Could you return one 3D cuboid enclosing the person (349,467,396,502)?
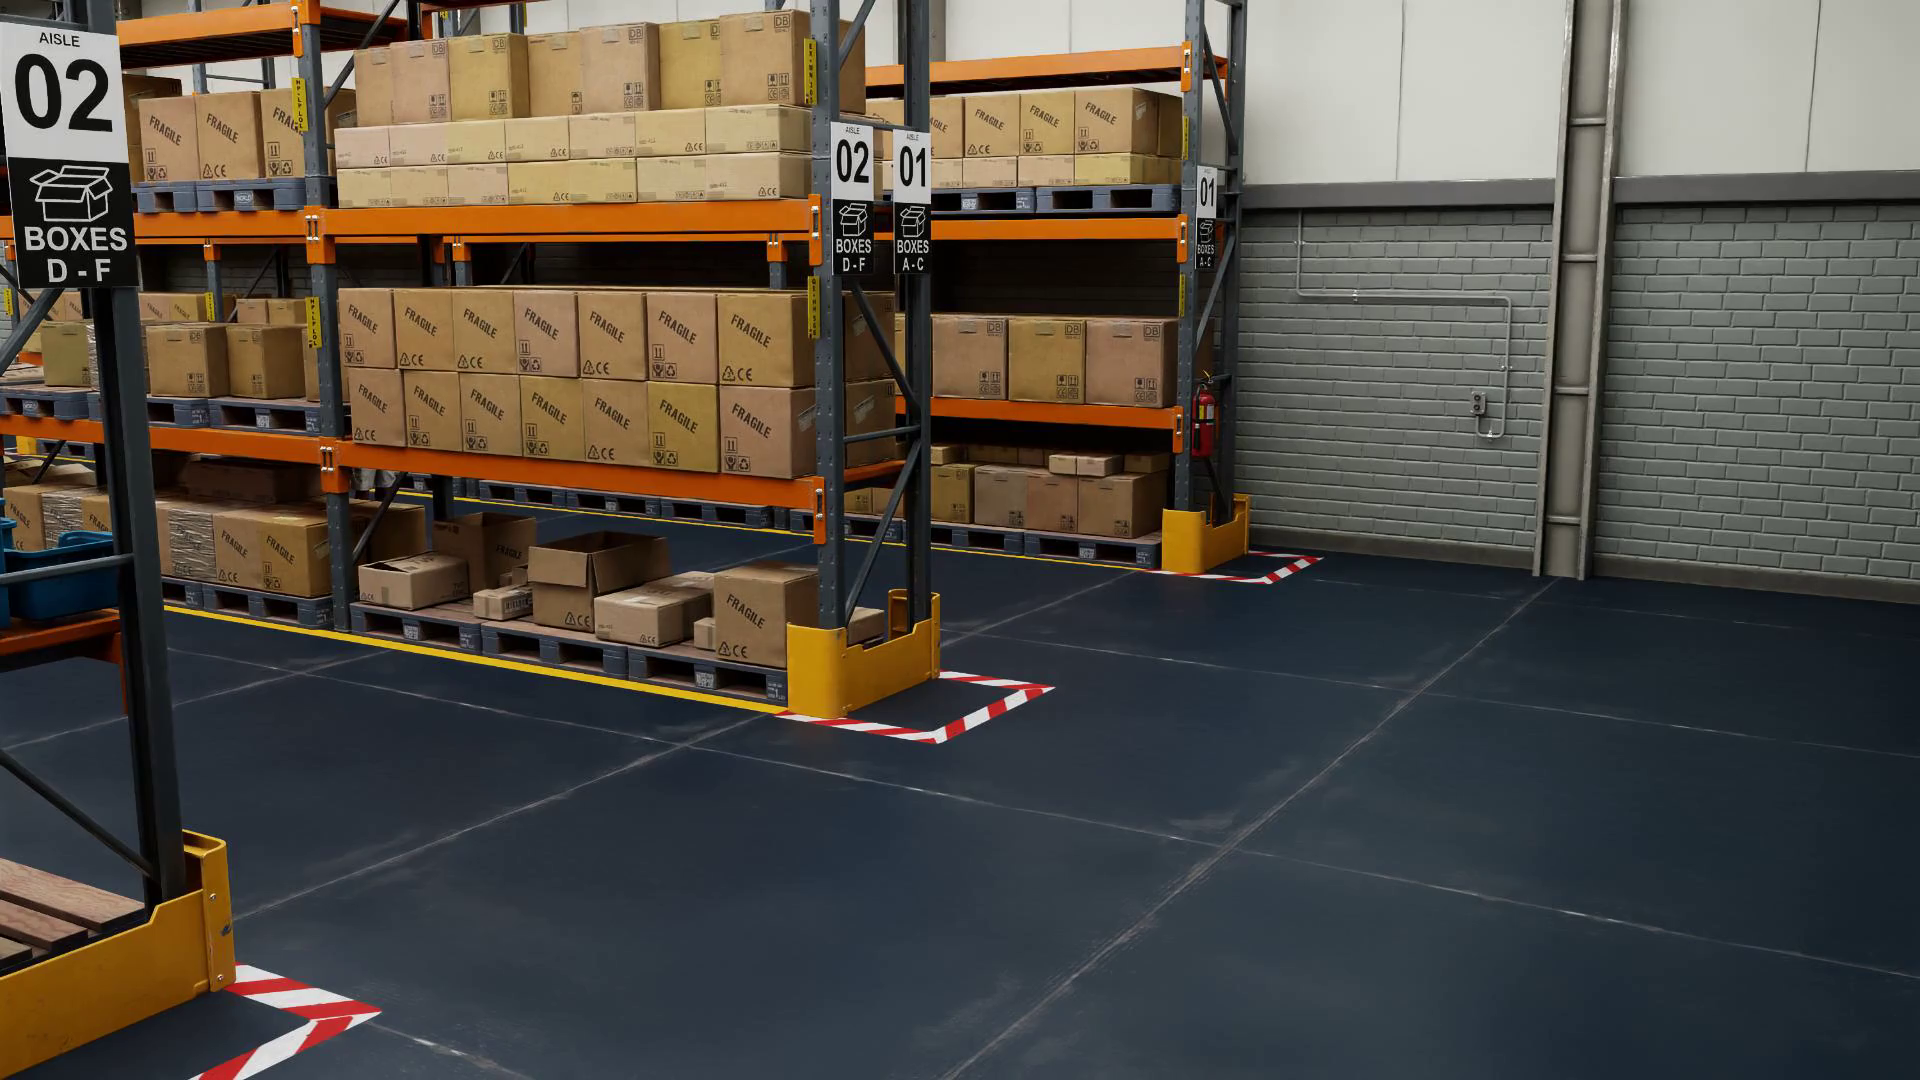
[{"bbox_3d":[-4.789,-0.741,13.577,0.353,1.939,0.544,6,11,31],"label":"person"}]
